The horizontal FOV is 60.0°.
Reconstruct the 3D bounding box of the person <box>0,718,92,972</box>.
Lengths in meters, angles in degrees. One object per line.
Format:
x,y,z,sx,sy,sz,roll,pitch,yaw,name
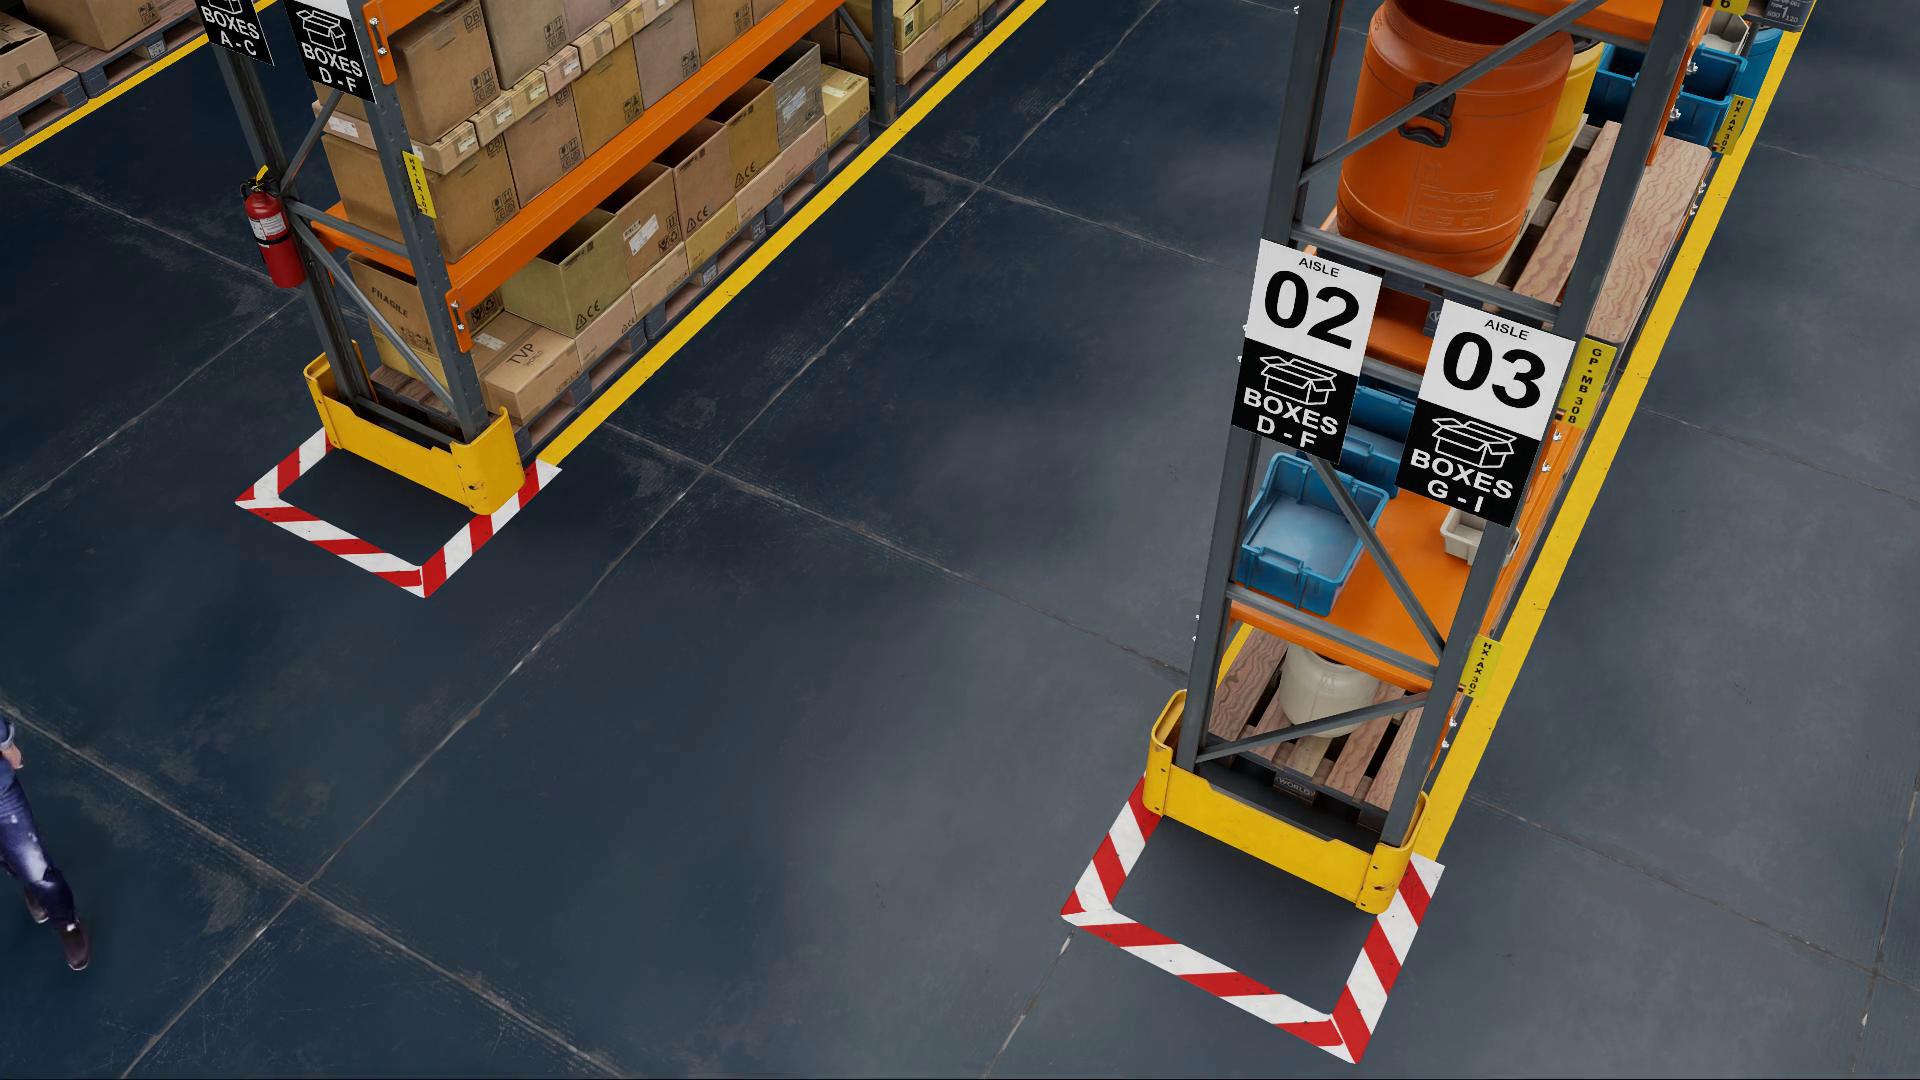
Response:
-3.942,0.940,6.540,0.971,1.800,1.022,-19,50,-16,person
